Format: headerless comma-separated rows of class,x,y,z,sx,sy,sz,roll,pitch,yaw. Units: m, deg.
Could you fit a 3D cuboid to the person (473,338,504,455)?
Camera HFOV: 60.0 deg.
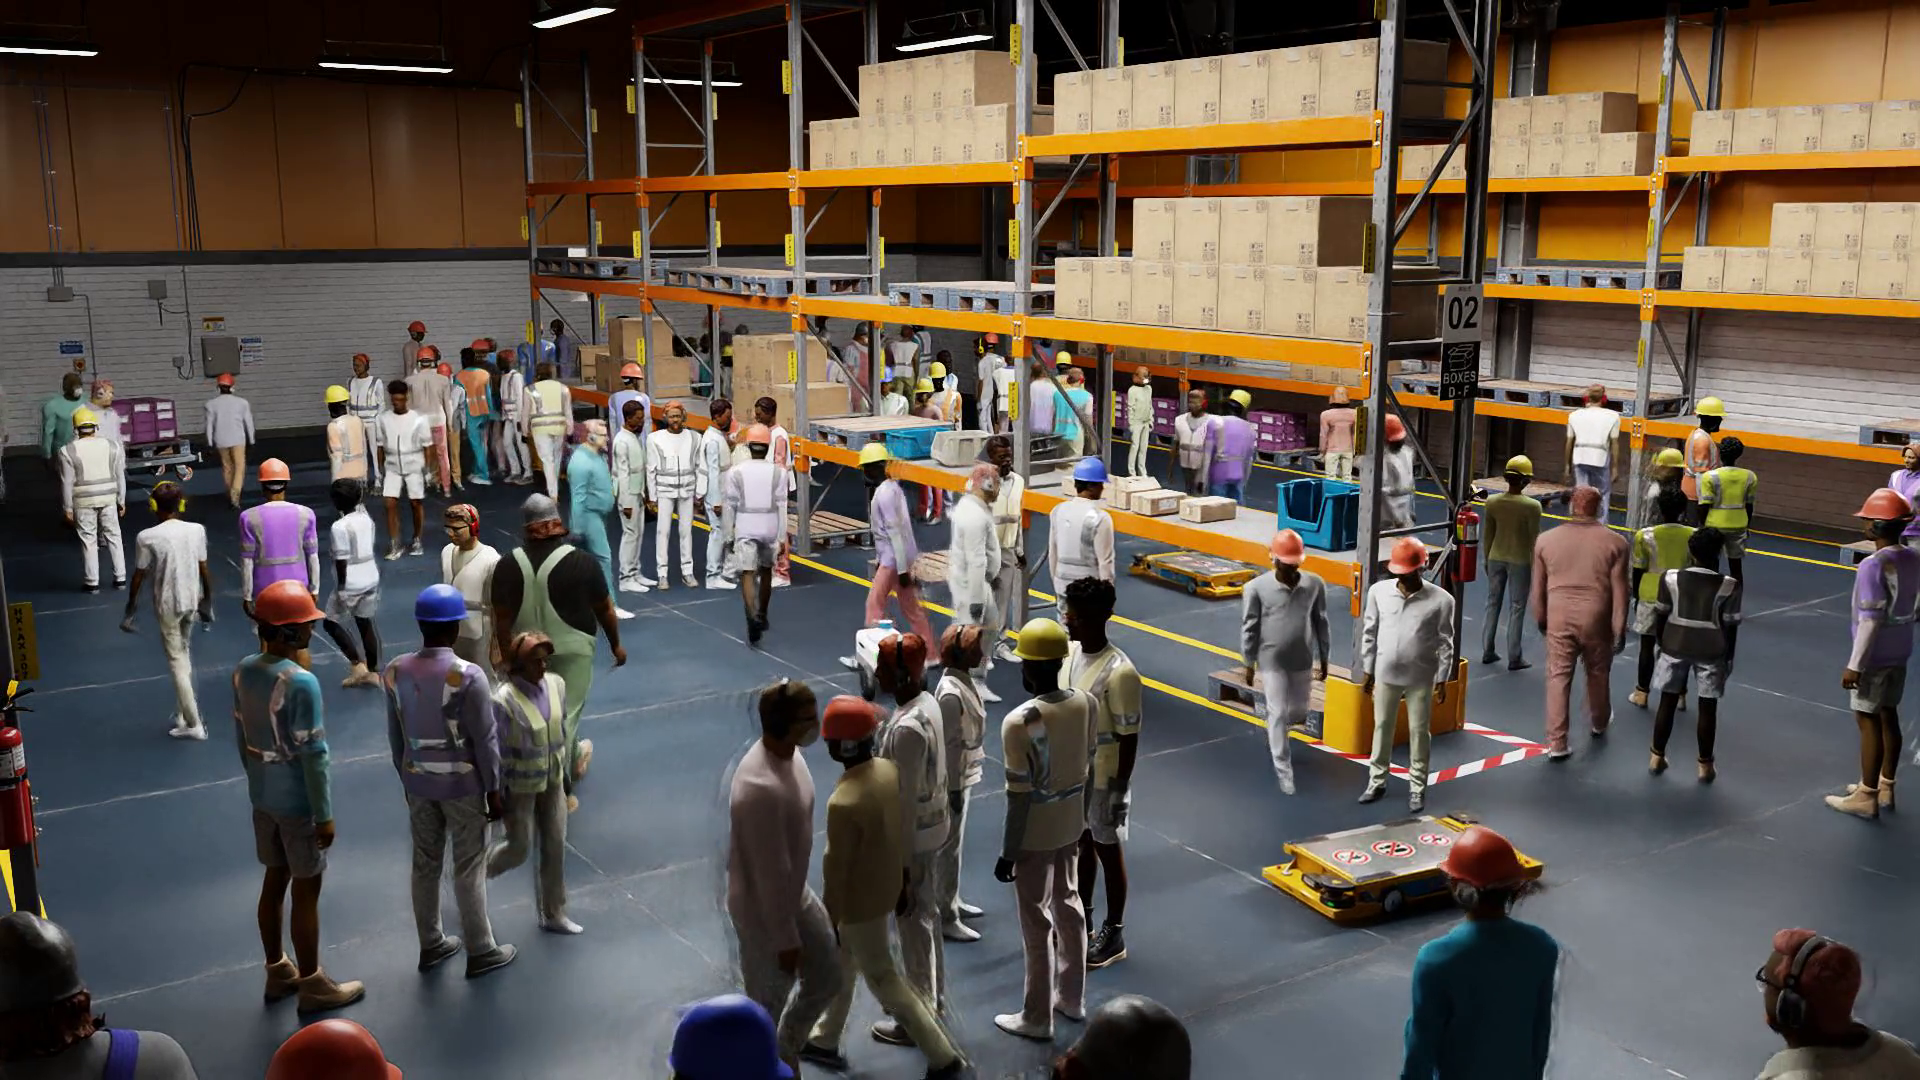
person,-7.294,-2.239,25.912,0.667,1.811,0.628,0,11,-1

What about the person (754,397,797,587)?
person,-1.868,-0.486,16.694,0.410,1.907,0.599,-5,12,-22

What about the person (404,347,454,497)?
person,-6.987,-1.543,21.914,0.610,1.986,0.411,-4,12,-19

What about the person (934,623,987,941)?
person,-0.013,1.229,8.591,0.314,1.639,0.517,1,11,5

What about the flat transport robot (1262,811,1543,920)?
flat transport robot,2.460,1.789,9.239,1.431,0.197,0.652,-5,12,-25

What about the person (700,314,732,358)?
person,-4.219,-2.932,29.008,0.389,2.001,0.714,11,15,44

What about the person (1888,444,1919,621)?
person,8.680,-0.068,15.231,0.308,1.640,0.511,-5,12,-23

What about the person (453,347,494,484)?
person,-6.787,-1.710,22.998,0.675,1.887,0.585,5,12,25

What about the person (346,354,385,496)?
person,-7.893,-1.527,22.075,0.573,1.883,0.356,3,12,17

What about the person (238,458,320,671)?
person,-5.048,0.352,12.366,0.550,1.922,0.391,-8,13,-34

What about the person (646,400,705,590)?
person,-2.827,-0.452,16.572,0.575,1.882,0.360,-5,12,-23

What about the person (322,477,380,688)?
person,-4.747,0.348,12.978,0.388,1.681,0.552,2,11,11

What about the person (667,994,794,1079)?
person,-0.522,1.993,4.039,1.004,1.883,0.609,-4,12,-19

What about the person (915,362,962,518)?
person,-0.269,-1.218,20.376,0.593,1.926,0.366,-1,11,-3

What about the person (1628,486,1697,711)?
person,5.310,0.440,12.505,0.534,1.695,0.320,2,11,12

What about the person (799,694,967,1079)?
person,-0.367,1.492,7.059,0.870,1.716,0.573,4,12,18

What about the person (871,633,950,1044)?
person,-0.221,1.330,7.481,0.351,1.878,0.568,1,11,3

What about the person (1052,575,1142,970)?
person,0.646,1.140,8.229,0.392,1.958,0.605,-5,12,-26

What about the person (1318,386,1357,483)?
person,4.618,-1.057,20.307,0.499,1.633,0.286,-2,11,-8

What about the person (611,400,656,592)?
person,-3.264,-0.436,16.434,0.391,1.908,0.601,1,11,3

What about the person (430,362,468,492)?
person,-6.907,-1.519,22.380,0.561,1.744,0.338,-6,13,-28

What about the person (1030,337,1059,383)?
person,1.429,-2.594,27.682,0.651,1.823,0.466,-8,14,-37

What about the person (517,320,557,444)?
person,-6.828,-2.547,26.901,0.605,2.037,0.394,-4,12,-21

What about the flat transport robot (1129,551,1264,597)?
flat transport robot,2.385,0.321,16.751,0.652,0.197,1.431,-6,13,-29

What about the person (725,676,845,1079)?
person,-0.702,1.479,6.600,0.477,1.924,0.646,2,11,8

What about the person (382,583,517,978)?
person,-2.490,1.172,8.099,0.603,1.946,0.389,4,12,20

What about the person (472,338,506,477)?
person,-6.699,-1.846,23.435,0.396,1.991,0.616,9,14,40

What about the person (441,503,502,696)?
person,-3.208,0.654,11.036,0.561,1.836,0.394,9,14,38

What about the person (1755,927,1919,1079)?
person,2.272,1.947,4.301,0.638,1.879,0.828,-5,12,-24

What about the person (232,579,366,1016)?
person,-3.103,1.188,7.764,0.609,2.043,0.397,9,14,37

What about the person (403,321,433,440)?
person,-8.880,-2.587,27.247,0.411,1.985,0.611,1,11,7

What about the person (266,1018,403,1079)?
person,-1.356,2.008,3.692,0.622,1.993,0.382,4,12,18

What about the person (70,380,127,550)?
person,-9.578,-0.830,18.519,0.400,1.885,0.684,2,11,10

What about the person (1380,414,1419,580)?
person,4.118,-0.229,15.455,0.469,1.891,0.619,9,14,38

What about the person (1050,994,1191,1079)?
person,0.333,1.918,4.036,0.709,2.000,1.049,-5,12,-24

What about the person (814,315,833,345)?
person,-2.566,-3.303,30.986,0.447,1.950,0.614,-3,11,-15

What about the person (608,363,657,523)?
person,-3.948,-1.162,20.087,0.542,1.929,0.374,3,11,13

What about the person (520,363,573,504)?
person,-5.395,-1.399,21.645,0.632,1.793,0.907,-8,14,-36

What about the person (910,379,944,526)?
person,-0.406,-1.052,19.941,0.328,1.769,0.526,-9,14,-40

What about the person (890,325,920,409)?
person,-0.907,-2.836,28.991,0.572,1.802,0.939,4,12,20

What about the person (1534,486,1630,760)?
person,4.308,0.550,11.531,0.652,1.847,1.003,6,13,30

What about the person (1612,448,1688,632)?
person,6.108,0.028,14.581,0.889,1.702,0.493,8,13,34

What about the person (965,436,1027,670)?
person,0.291,0.090,13.702,0.587,1.920,0.390,-9,14,-40

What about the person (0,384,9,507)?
person,-12.549,-1.382,21.347,0.646,1.882,1.042,-8,14,-37
